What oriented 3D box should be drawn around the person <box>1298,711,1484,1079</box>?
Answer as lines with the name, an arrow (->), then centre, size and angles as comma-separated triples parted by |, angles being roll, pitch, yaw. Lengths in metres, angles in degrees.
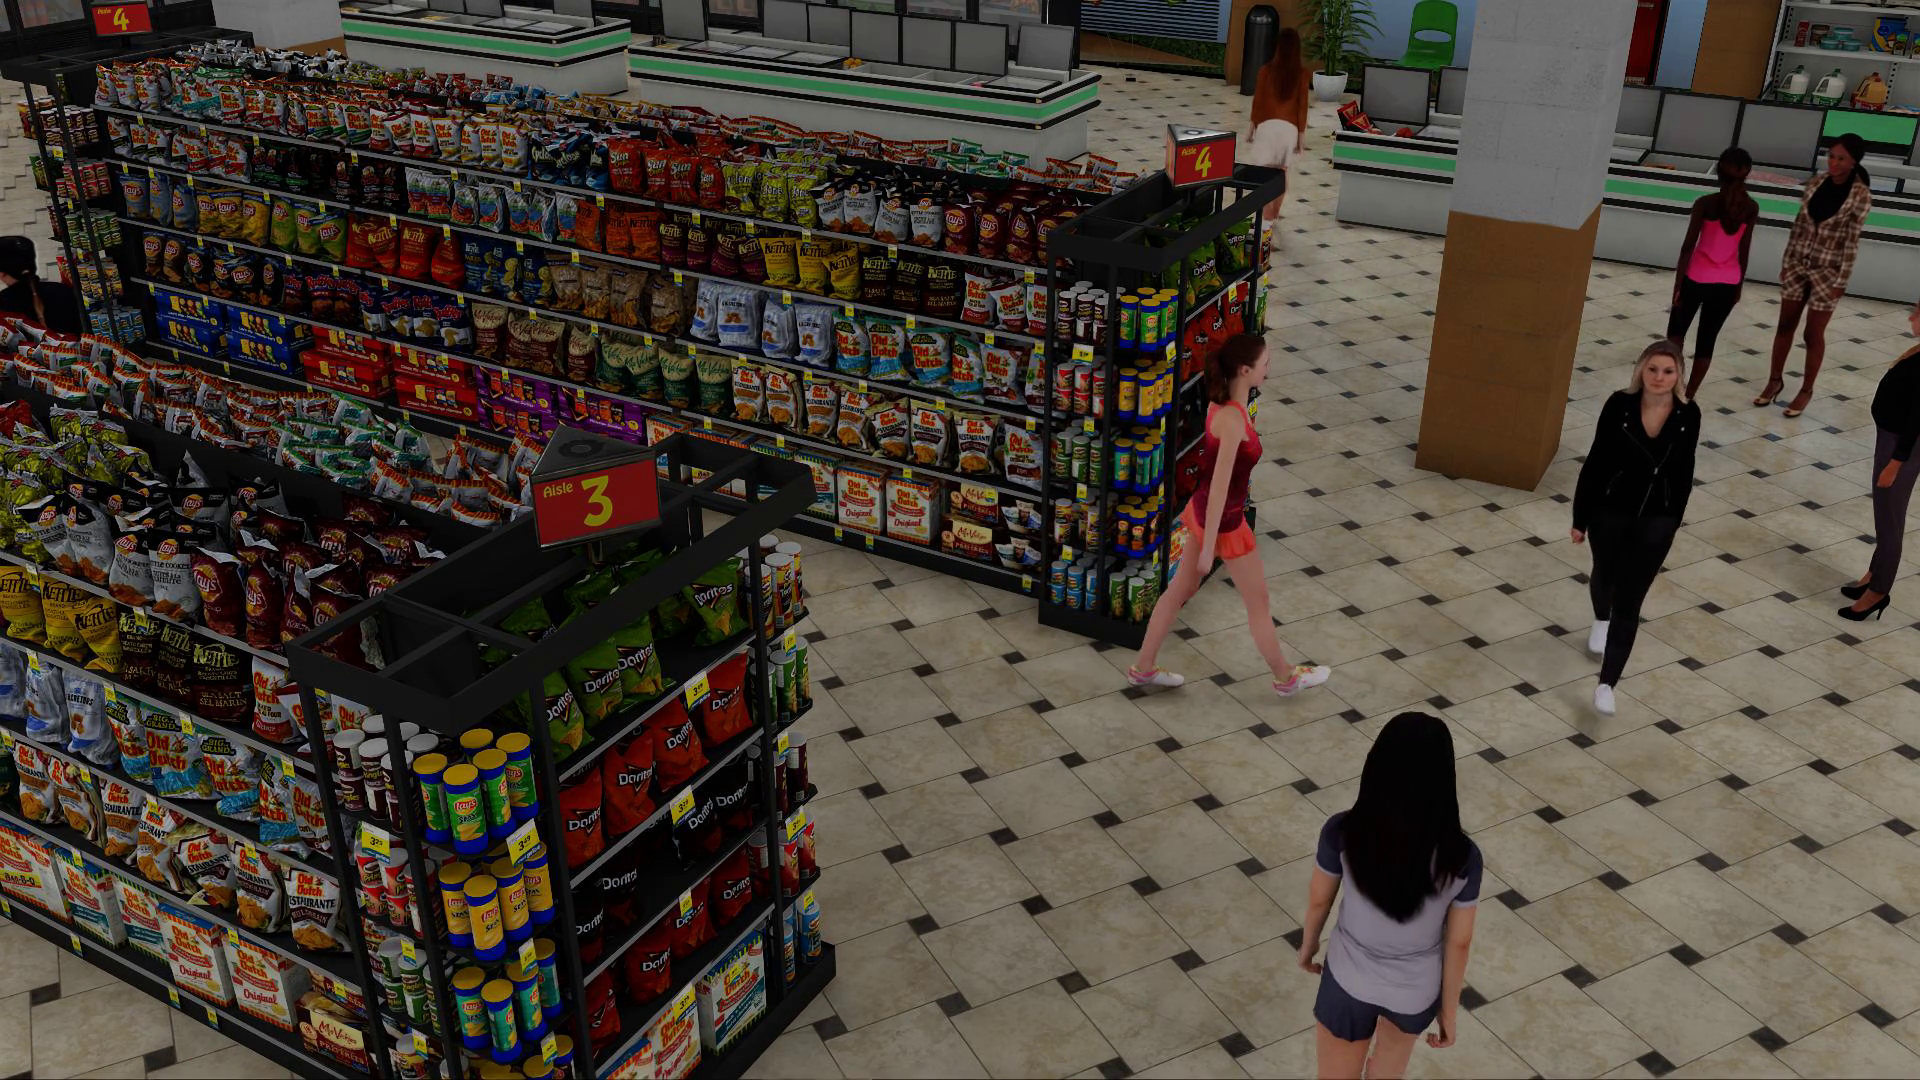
person -> 1.163, 1.306, 4.658 | 1.160, 1.655, 0.900 | 6, 27, 12

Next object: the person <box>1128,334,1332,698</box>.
person -> 1.047, -0.051, 7.280 | 1.173, 1.703, 0.991 | -2, 27, -3

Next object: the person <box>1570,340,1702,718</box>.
person -> 3.005, -0.114, 7.476 | 1.158, 1.639, 0.814 | 10, 29, 19

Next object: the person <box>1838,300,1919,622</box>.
person -> 4.536, -0.391, 7.992 | 0.519, 1.666, 0.593 | 16, 31, 28

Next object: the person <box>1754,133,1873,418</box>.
person -> 5.304, -1.632, 10.305 | 0.732, 1.788, 0.633 | -15, 31, -27

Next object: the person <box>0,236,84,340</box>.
person -> -4.778, -0.765, 8.724 | 0.643, 1.671, 0.720 | 12, 29, 22

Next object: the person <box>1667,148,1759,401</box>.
person -> 4.589, -1.517, 10.159 | 0.619, 1.715, 0.699 | 8, 28, 15

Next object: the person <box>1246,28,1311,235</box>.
person -> 2.610, -3.308, 13.720 | 1.113, 1.688, 0.995 | 2, 27, 3
